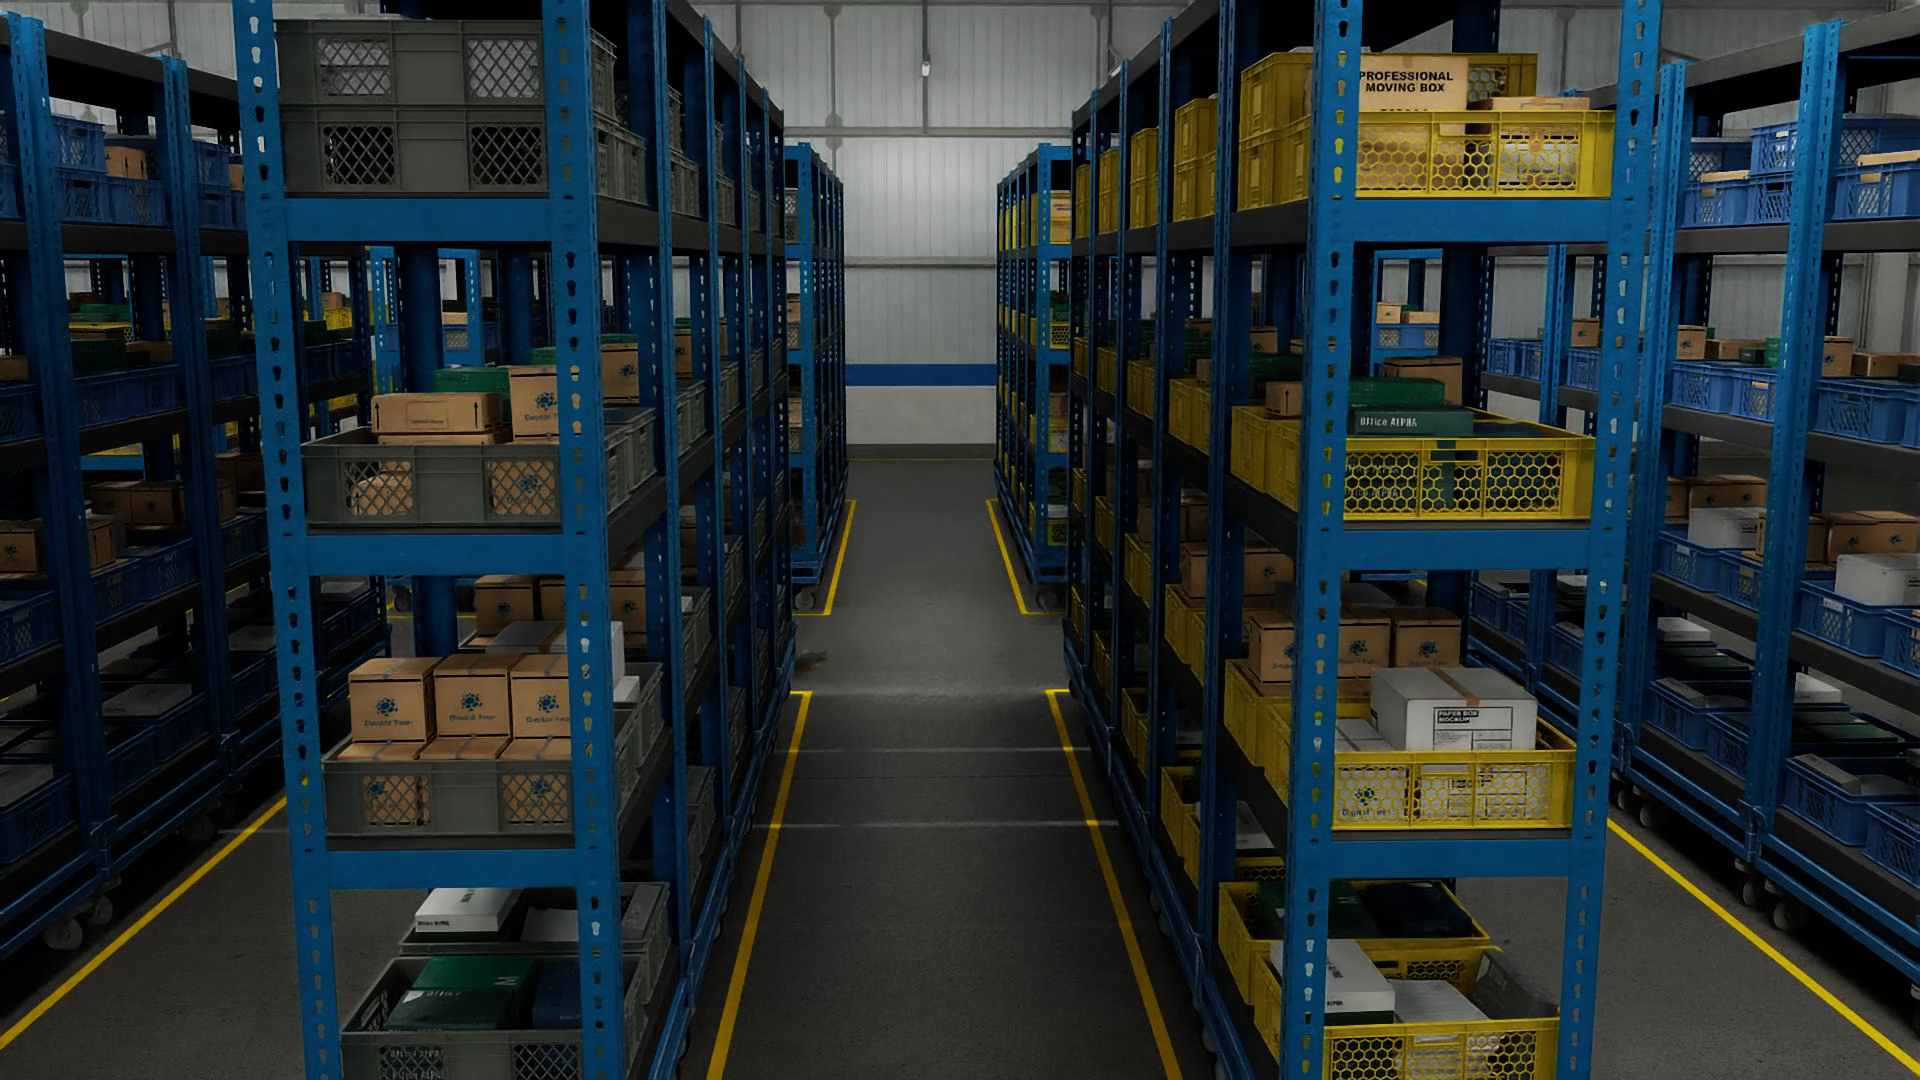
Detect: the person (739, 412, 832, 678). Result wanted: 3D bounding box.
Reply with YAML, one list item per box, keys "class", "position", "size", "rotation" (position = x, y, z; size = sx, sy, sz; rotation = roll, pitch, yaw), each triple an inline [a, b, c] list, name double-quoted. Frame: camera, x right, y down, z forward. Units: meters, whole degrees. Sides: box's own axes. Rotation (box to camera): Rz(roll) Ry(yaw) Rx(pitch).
- class: "person"
  position: [-1.271, -0.068, 10.930]
  size: [1.036, 1.934, 0.613]
  rotation: [3, 10, 20]
